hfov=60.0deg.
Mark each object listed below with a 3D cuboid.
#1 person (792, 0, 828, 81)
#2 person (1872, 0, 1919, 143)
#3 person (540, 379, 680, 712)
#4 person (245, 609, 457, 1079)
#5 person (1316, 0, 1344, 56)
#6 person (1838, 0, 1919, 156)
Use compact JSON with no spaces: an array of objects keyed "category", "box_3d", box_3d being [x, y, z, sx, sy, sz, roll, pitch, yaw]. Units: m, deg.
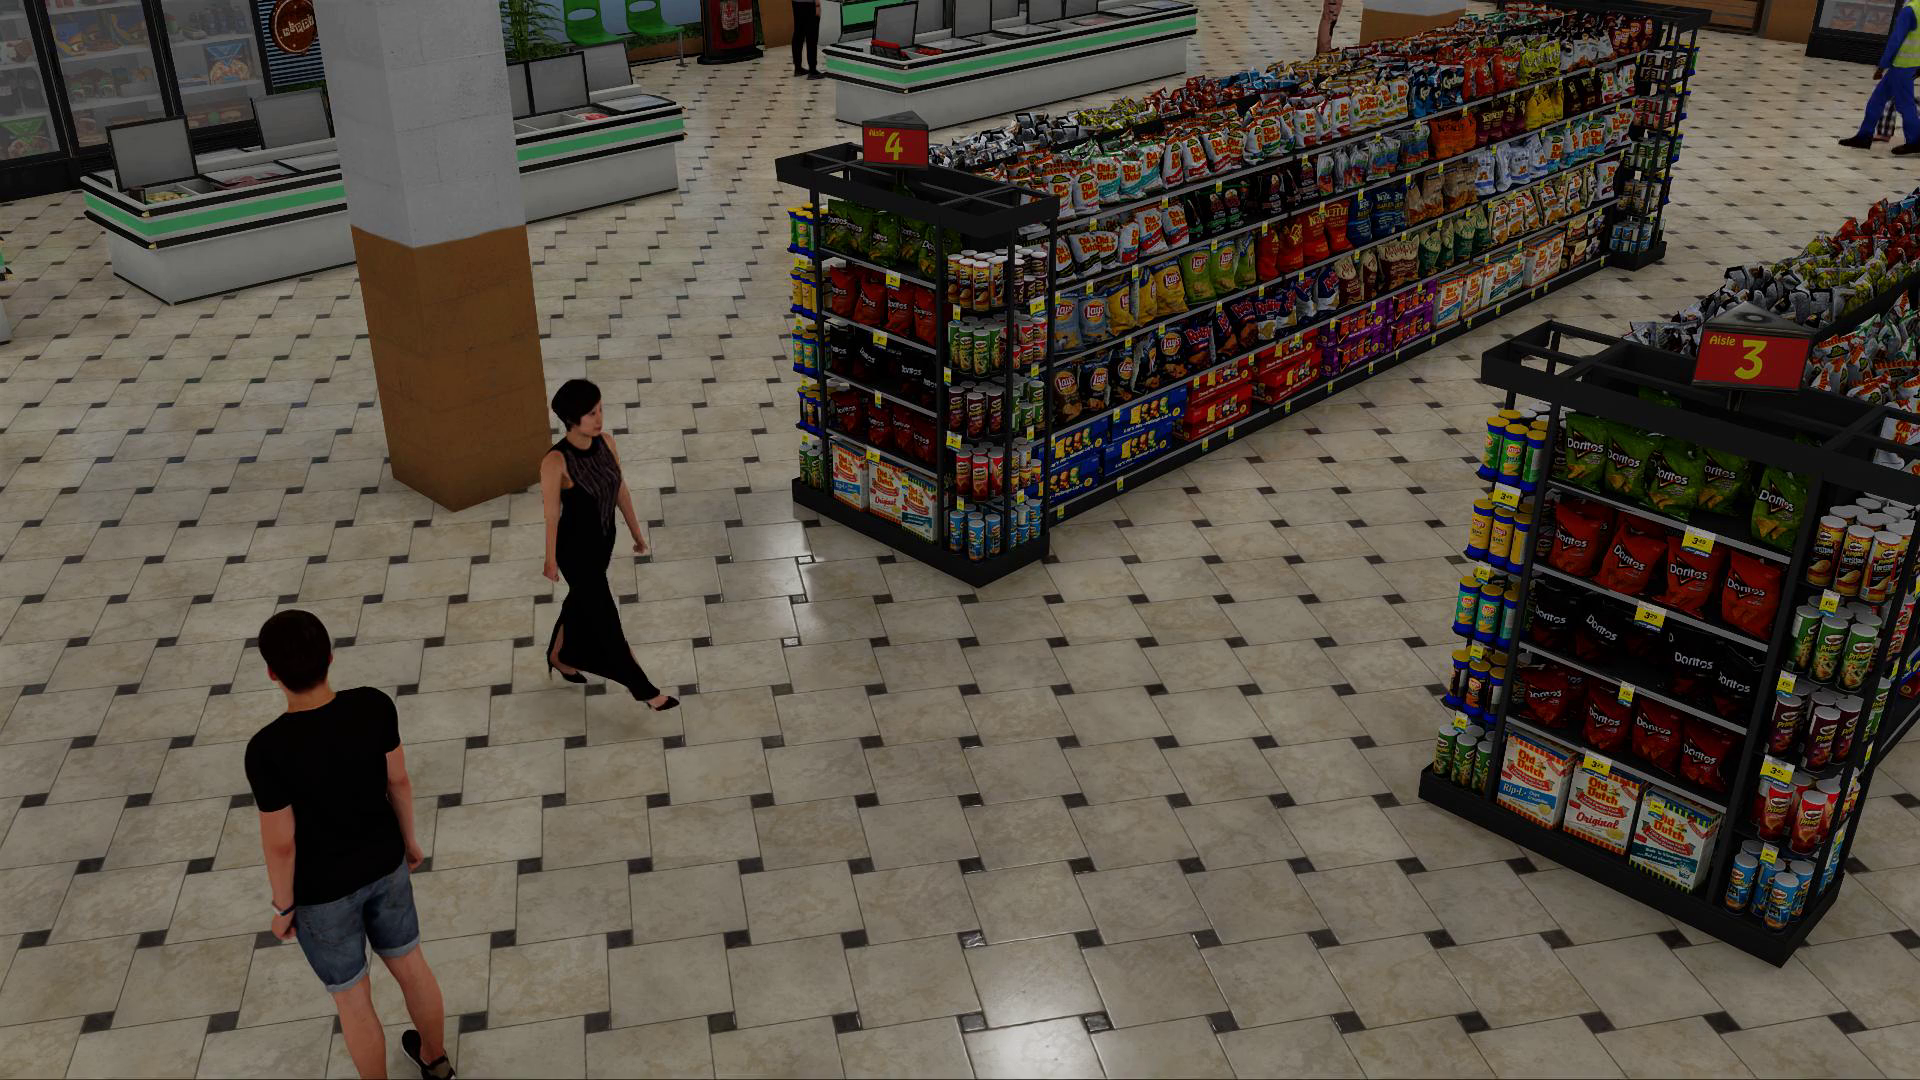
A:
[{"category":"person","box_3d":[-1.875,-6.499,20.123,0.511,1.754,0.617,-24,35,-38]},{"category":"person","box_3d":[9.822,-4.975,17.043,0.988,1.820,0.991,6,27,11]},{"category":"person","box_3d":[-1.736,0.035,7.460,0.885,1.552,1.053,12,29,23]},{"category":"person","box_3d":[-1.891,1.038,5.158,0.753,1.846,0.528,19,33,33]},{"category":"person","box_3d":[4.787,-7.130,21.270,0.834,1.841,0.750,3,27,5]},{"category":"person","box_3d":[9.508,-4.736,16.617,0.795,1.778,1.010,22,34,36]}]
